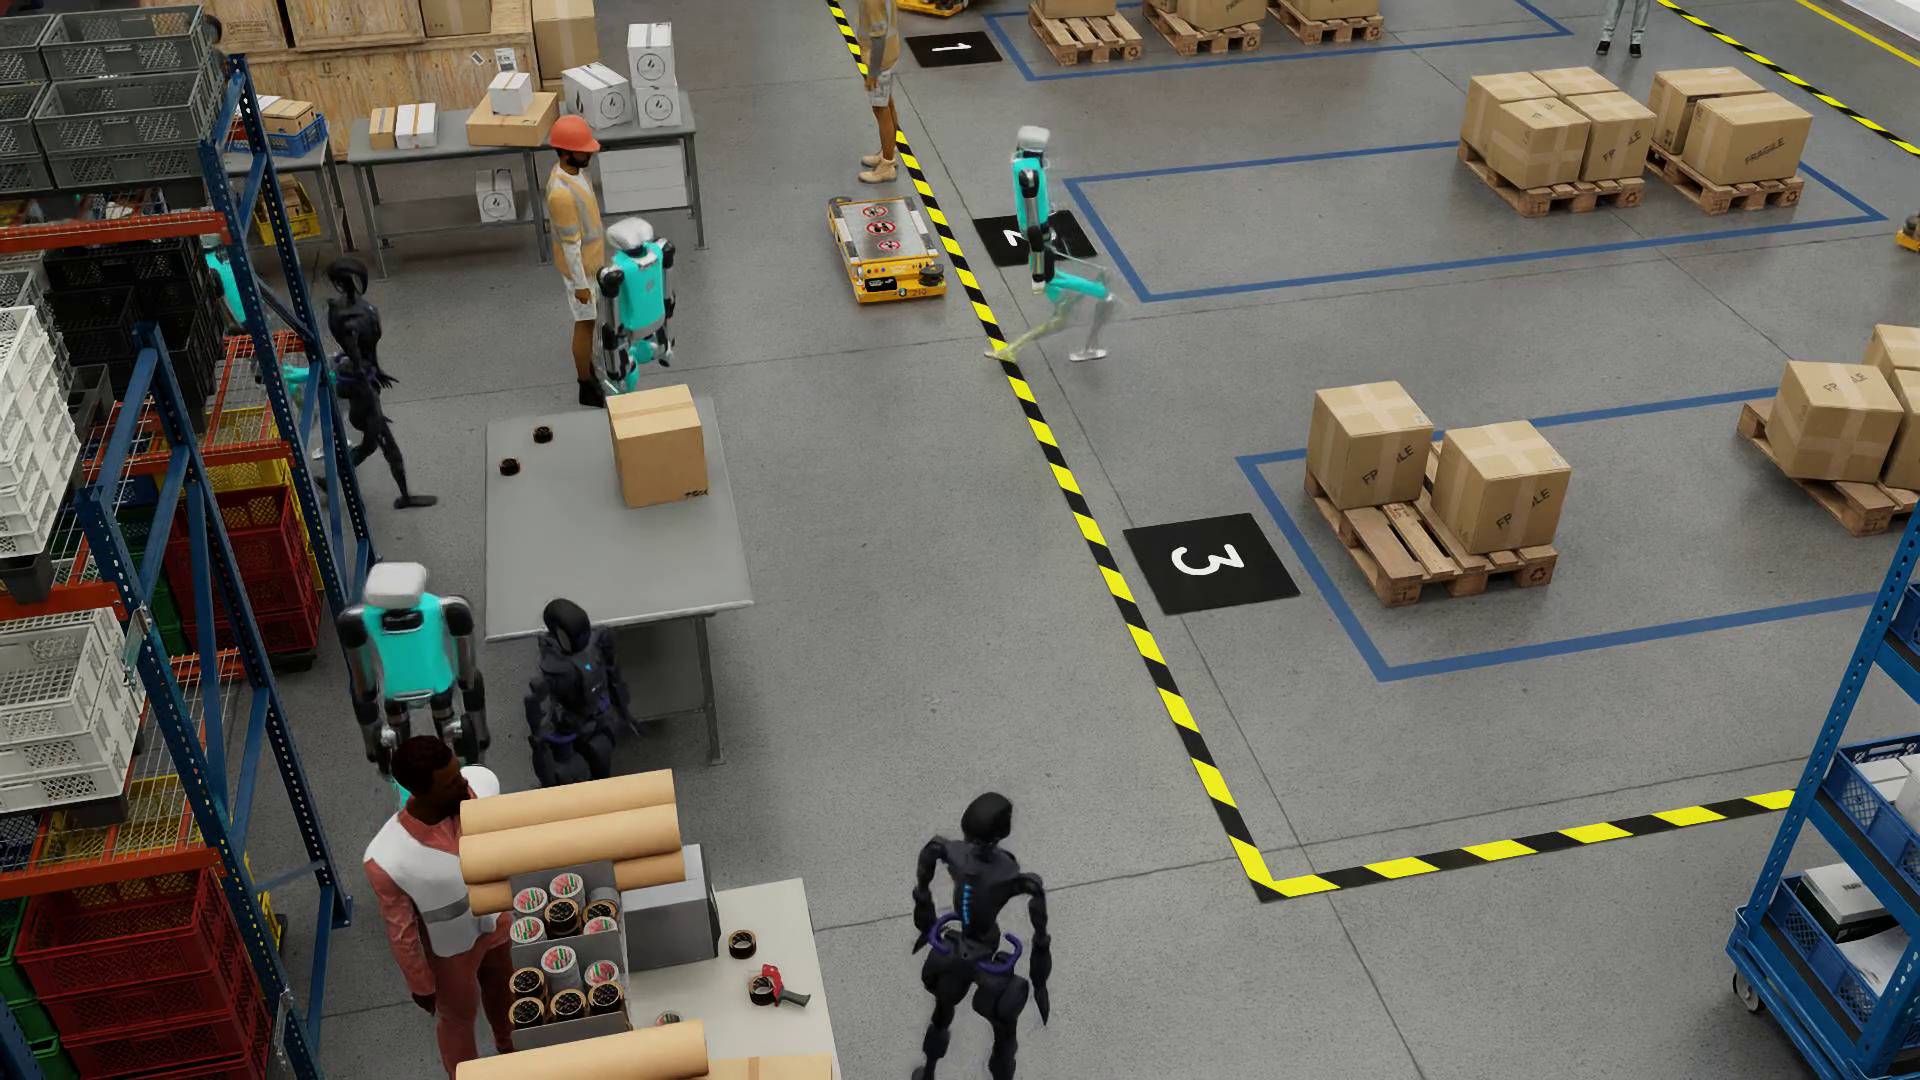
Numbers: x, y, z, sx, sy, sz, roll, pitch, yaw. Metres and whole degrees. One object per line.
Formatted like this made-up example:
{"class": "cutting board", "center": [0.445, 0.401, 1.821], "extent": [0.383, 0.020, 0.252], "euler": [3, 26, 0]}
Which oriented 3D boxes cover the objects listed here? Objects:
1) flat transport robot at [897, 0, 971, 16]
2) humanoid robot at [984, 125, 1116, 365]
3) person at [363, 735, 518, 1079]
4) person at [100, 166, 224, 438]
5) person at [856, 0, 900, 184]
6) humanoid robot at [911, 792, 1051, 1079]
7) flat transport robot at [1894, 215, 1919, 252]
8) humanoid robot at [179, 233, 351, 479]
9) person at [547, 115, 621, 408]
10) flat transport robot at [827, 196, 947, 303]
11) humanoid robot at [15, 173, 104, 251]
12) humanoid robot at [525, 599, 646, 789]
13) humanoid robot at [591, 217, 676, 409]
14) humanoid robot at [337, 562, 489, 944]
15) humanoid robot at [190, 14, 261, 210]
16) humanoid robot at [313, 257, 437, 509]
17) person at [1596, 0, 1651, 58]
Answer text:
{"class": "flat transport robot", "center": [-0.074, -5.809, 17.338], "extent": [0.652, 0.197, 1.431], "euler": [17, 40, 22]}
{"class": "humanoid robot", "center": [0.680, -1.843, 10.833], "extent": [1.039, 1.753, 0.540], "euler": [-1, 37, -1]}
{"class": "person", "center": [-1.856, 1.453, 6.216], "extent": [0.380, 1.920, 0.595], "euler": [19, 40, 23]}
{"class": "person", "center": [-4.936, -1.471, 10.223], "extent": [0.501, 1.836, 0.332], "euler": [25, 43, 30]}
{"class": "person", "center": [-0.678, -3.843, 13.240], "extent": [0.389, 2.036, 0.604], "euler": [3, 37, 4]}
{"class": "humanoid robot", "center": [0.051, 1.599, 6.223], "extent": [0.599, 1.641, 0.400], "euler": [17, 40, 22]}
{"class": "flat transport robot", "center": [7.848, -2.137, 12.402], "extent": [0.652, 0.197, 1.431], "euler": [-24, 43, -28]}
{"class": "humanoid robot", "center": [-3.988, -1.116, 9.836], "extent": [0.916, 1.755, 0.530], "euler": [-15, 39, -19]}
{"class": "person", "center": [-2.364, -1.761, 10.526], "extent": [0.372, 1.933, 0.549], "euler": [-3, 37, -4]}
{"class": "flat transport robot", "center": [-0.570, -2.220, 12.538], "extent": [0.659, 0.231, 1.431], "euler": [-8, 37, -10]}
{"class": "humanoid robot", "center": [-5.992, -1.895, 10.963], "extent": [0.763, 1.890, 0.530], "euler": [10, 38, 13]}
{"class": "humanoid robot", "center": [-1.648, 0.869, 7.212], "extent": [0.405, 1.647, 0.613], "euler": [20, 41, 25]}
{"class": "humanoid robot", "center": [-2.027, -1.162, 9.895], "extent": [1.050, 1.728, 0.544], "euler": [25, 43, 29]}
{"class": "humanoid robot", "center": [-2.252, 0.983, 6.991], "extent": [0.600, 1.773, 0.771], "euler": [-7, 37, -10]}
{"class": "humanoid robot", "center": [-5.691, -3.206, 12.725], "extent": [0.760, 1.624, 0.610], "euler": [-16, 39, -20]}
{"class": "humanoid robot", "center": [-3.504, -0.859, 9.543], "extent": [0.679, 1.634, 0.590], "euler": [-9, 38, -12]}
{"class": "person", "center": [6.389, -5.456, 15.572], "extent": [0.597, 1.836, 0.404], "euler": [10, 38, 13]}
